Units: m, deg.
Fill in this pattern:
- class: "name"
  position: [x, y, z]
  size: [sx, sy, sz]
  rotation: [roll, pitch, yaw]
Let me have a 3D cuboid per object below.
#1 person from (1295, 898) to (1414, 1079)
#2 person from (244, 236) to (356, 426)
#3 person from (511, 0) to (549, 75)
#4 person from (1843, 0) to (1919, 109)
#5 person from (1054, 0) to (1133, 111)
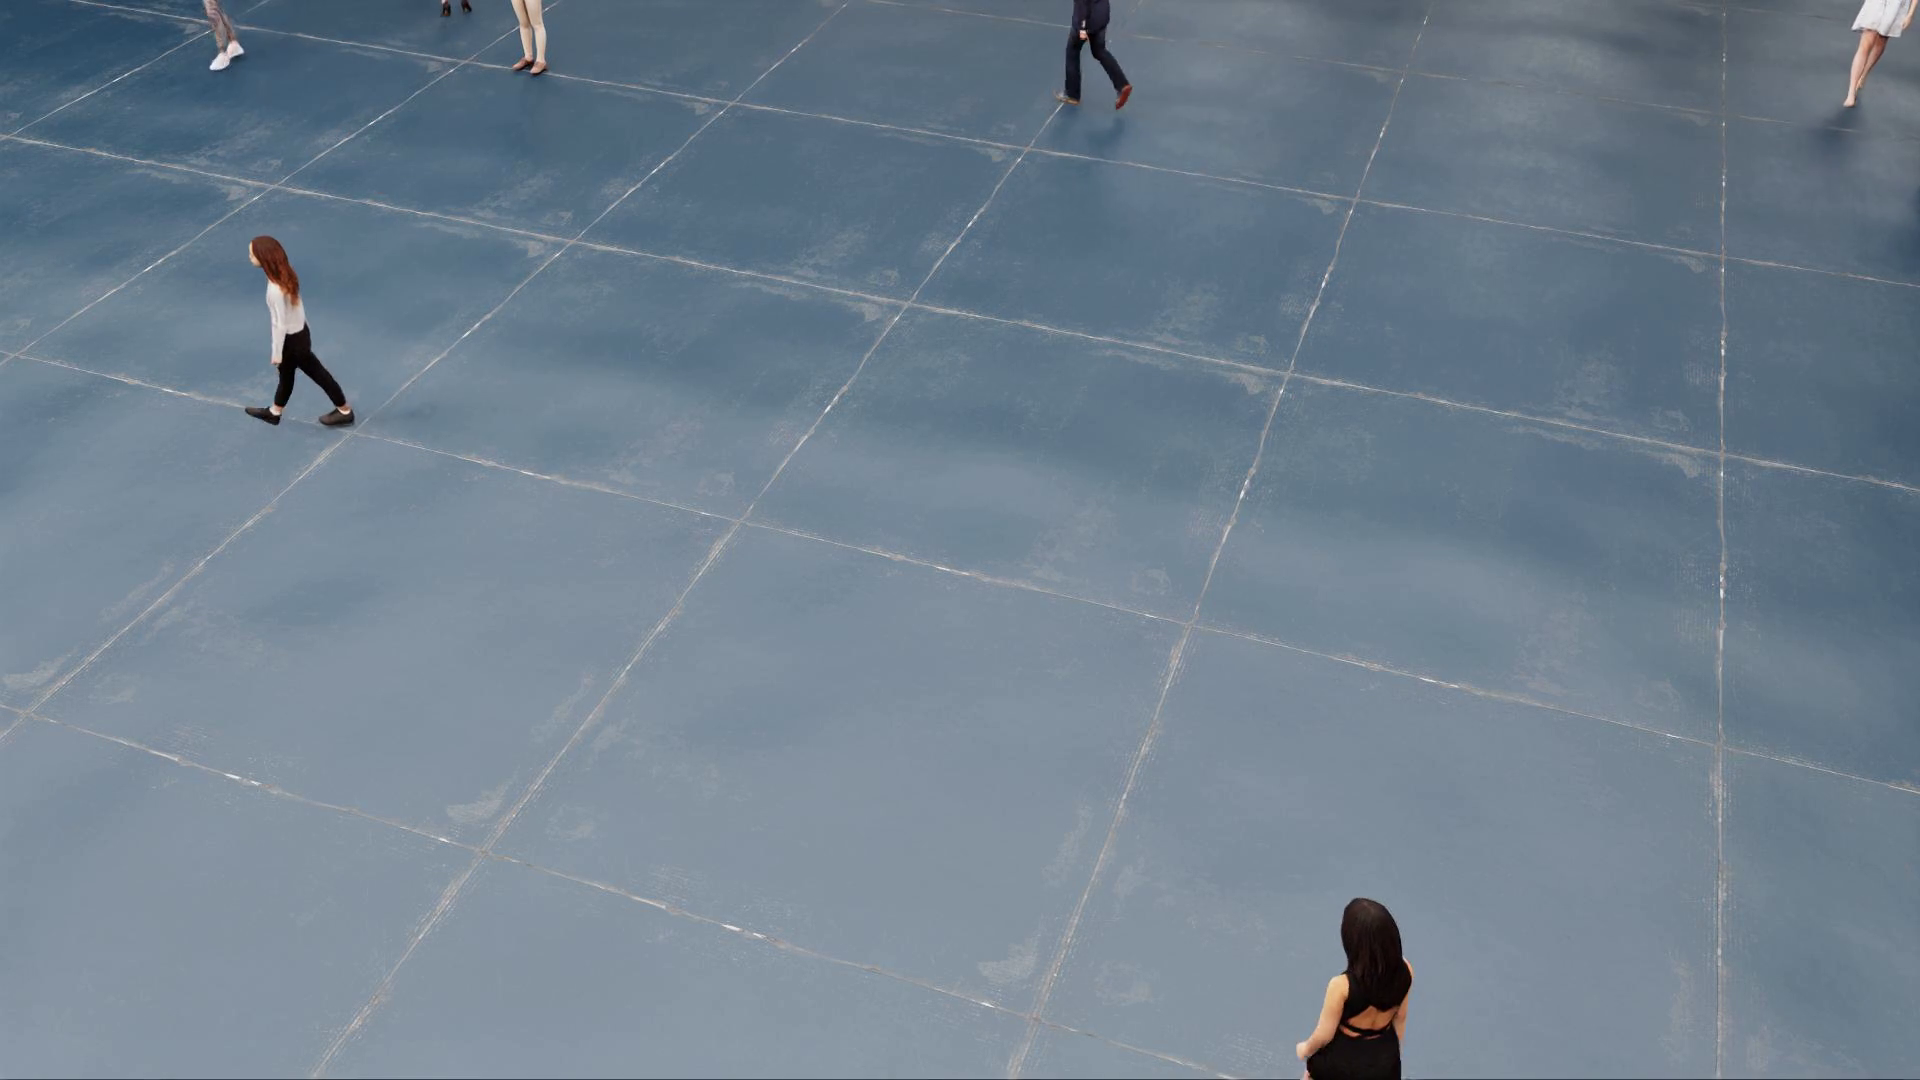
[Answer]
- class: "person"
  position: [1.600, 2.159, 6.607]
  size: [0.887, 1.592, 1.004]
  rotation: [-8, 39, -10]
- class: "person"
  position: [-4.416, -1.371, 11.232]
  size: [0.931, 1.453, 0.961]
  rotation: [-8, 39, -10]
- class: "person"
  position: [-4.253, -5.441, 16.272]
  size: [0.653, 1.653, 0.578]
  rotation: [13, 40, 16]
- class: "person"
  position: [8.710, -4.968, 15.610]
  size: [0.777, 1.724, 1.216]
  rotation: [20, 42, 24]
- class: "person"
  position: [1.278, -4.857, 15.412]
  size: [0.971, 1.794, 1.088]
  rotation: [28, 46, 31]
